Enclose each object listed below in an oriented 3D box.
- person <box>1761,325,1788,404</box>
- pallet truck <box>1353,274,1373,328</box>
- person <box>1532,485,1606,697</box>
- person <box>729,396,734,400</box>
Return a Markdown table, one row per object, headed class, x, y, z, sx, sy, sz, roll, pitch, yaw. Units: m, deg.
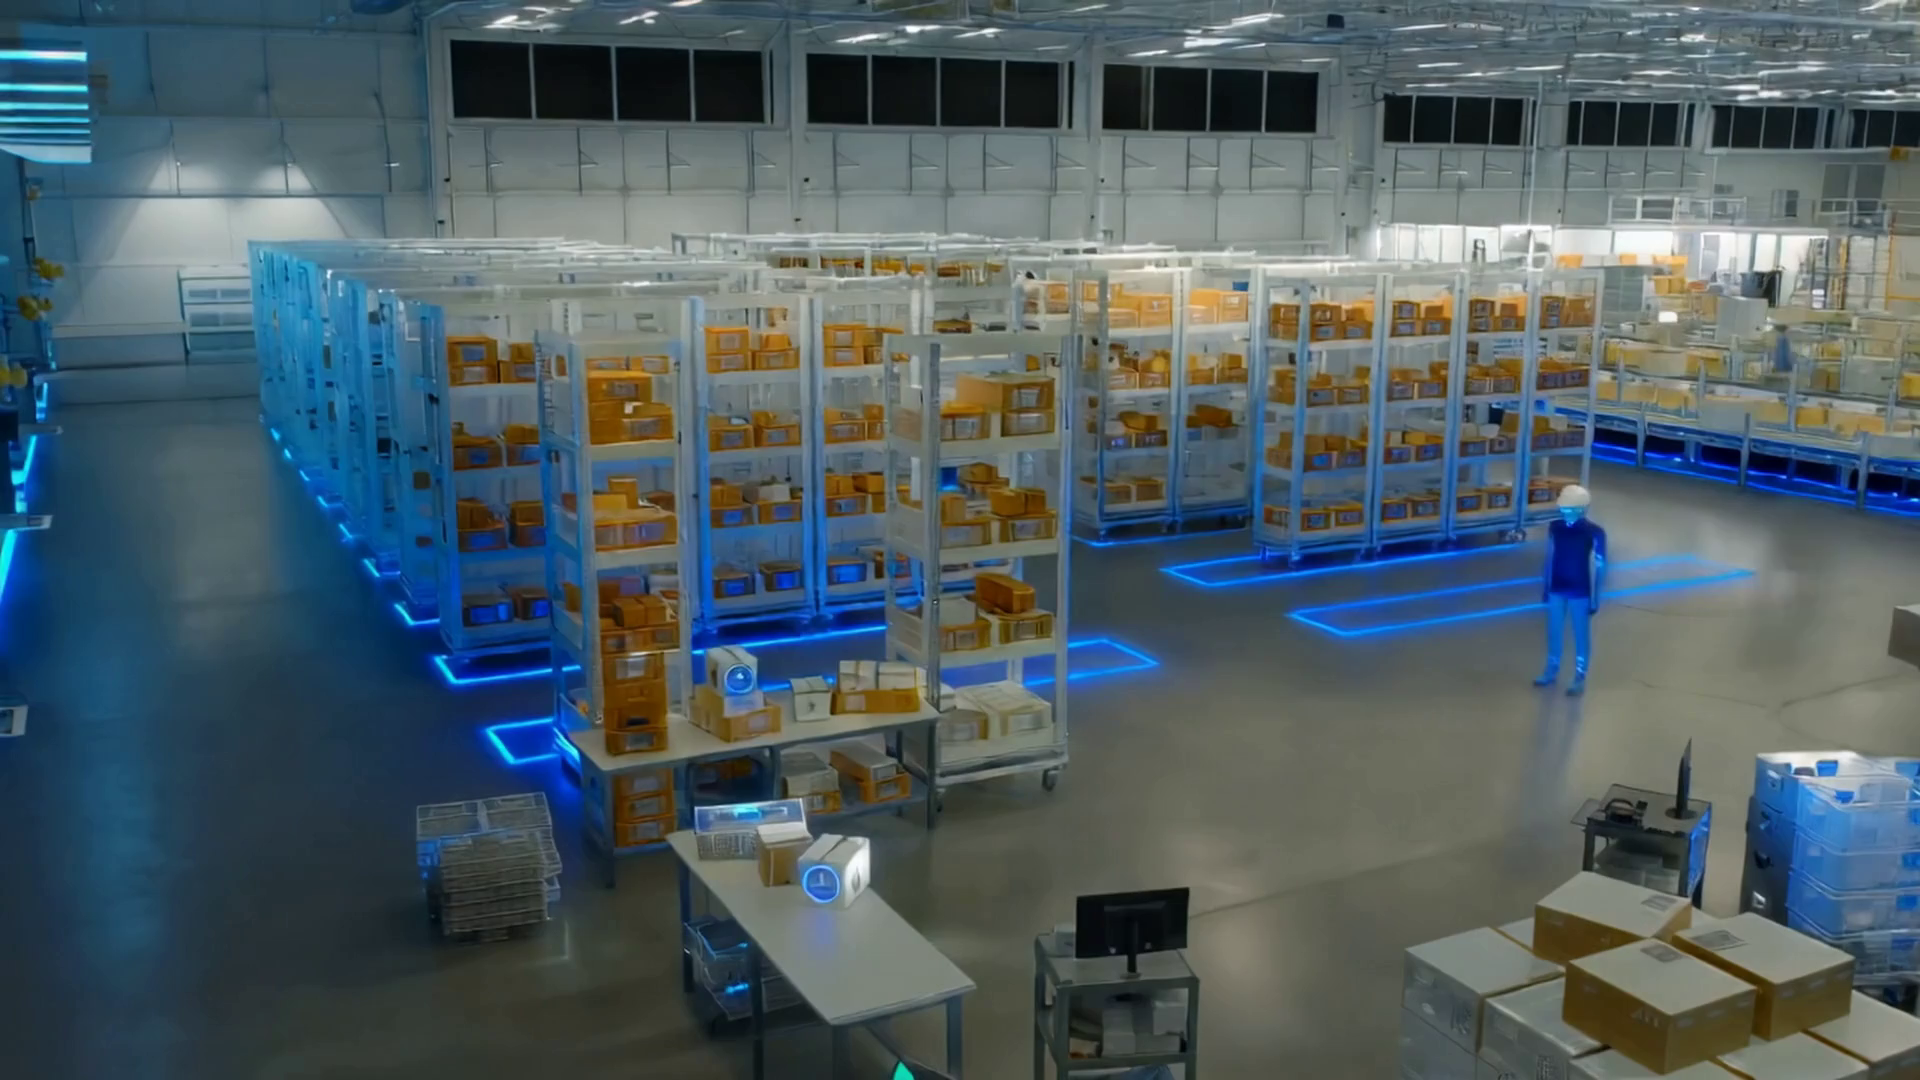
| class | x | y | z | sx | sy | sz | roll | pitch | yaw |
| --- | --- | --- | --- | --- | --- | --- | --- | --- | --- |
| person | 17.791 | -3.781 | 35.930 | 0.858 | 1.721 | 0.528 | 4 | 13 | 18 |
| pallet truck | 13.011 | -8.050 | 55.243 | 0.823 | 1.965 | 1.885 | -7 | 14 | -28 |
| person | 5.660 | 0.464 | 15.433 | 0.392 | 1.990 | 0.614 | -8 | 14 | -33 |
| person | -4.039 | -2.426 | 29.331 | 0.578 | 1.830 | 0.693 | -4 | 13 | -18 |
